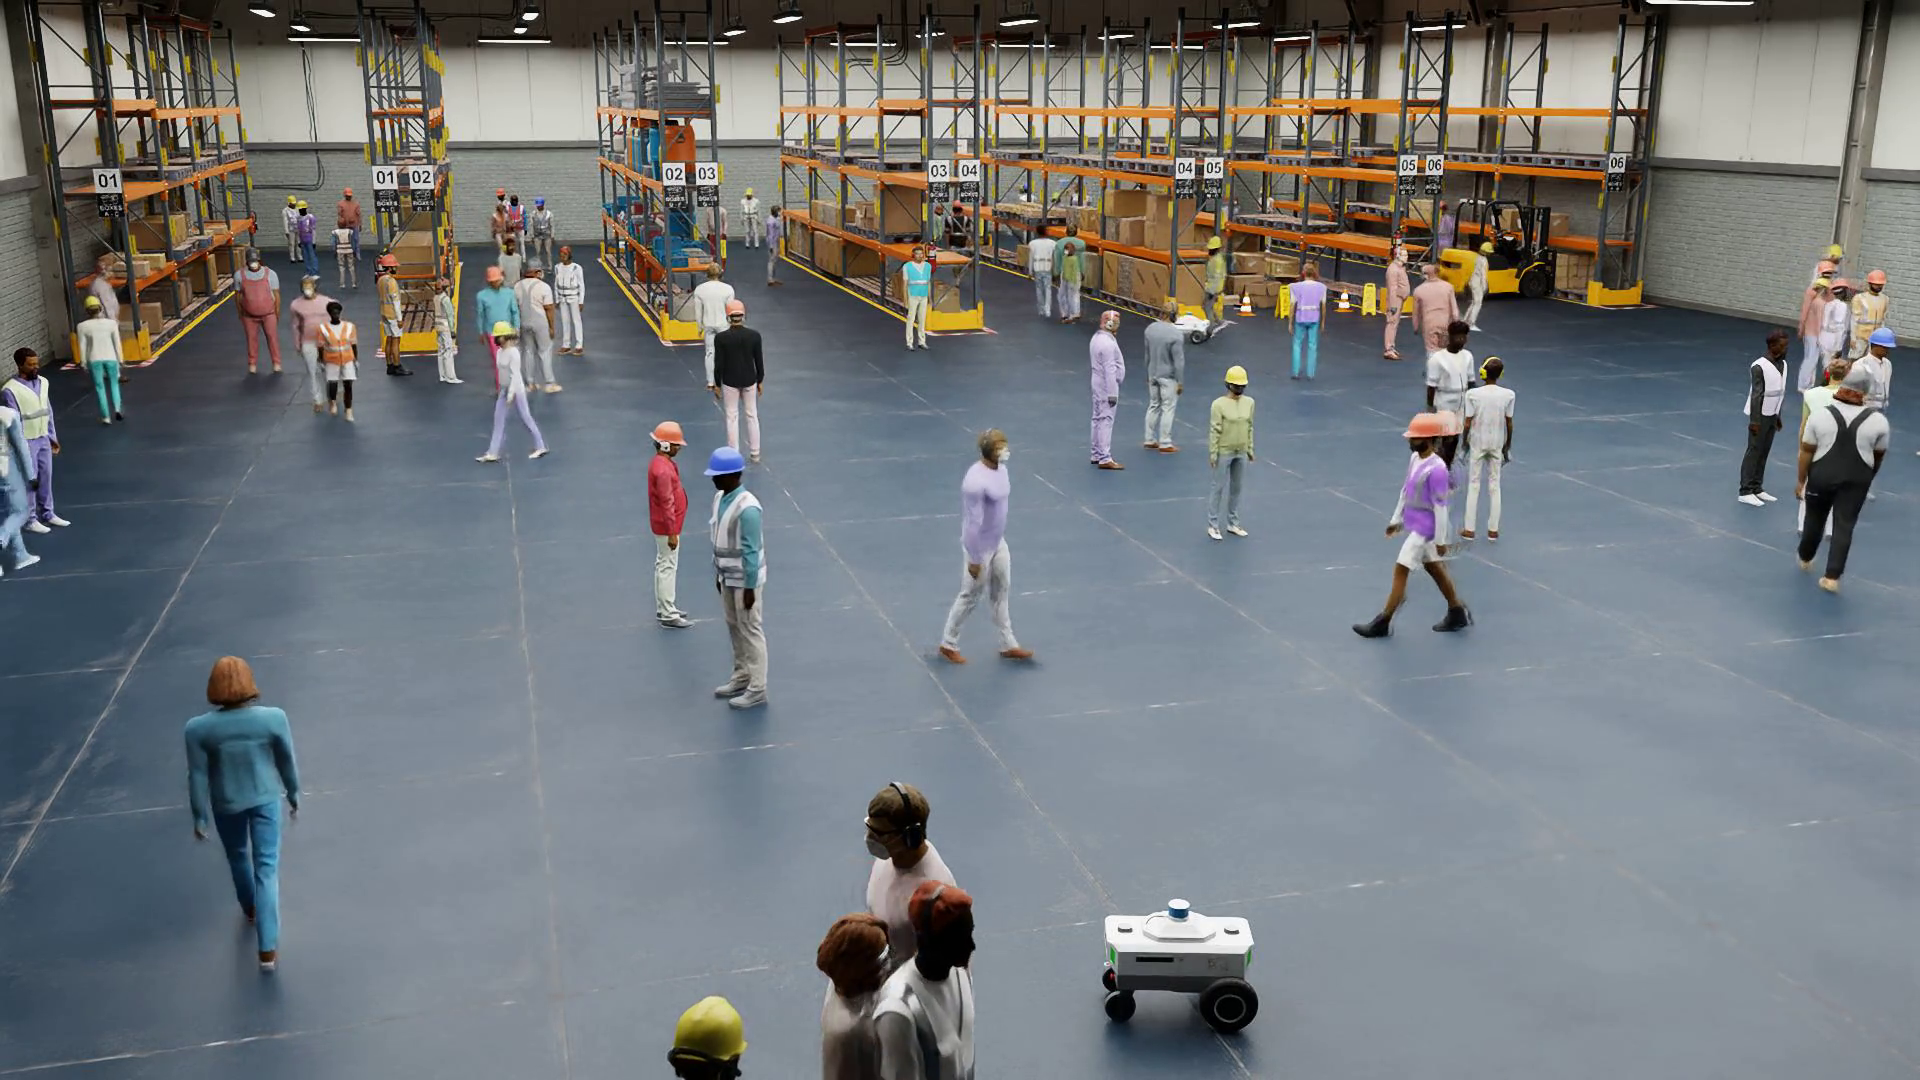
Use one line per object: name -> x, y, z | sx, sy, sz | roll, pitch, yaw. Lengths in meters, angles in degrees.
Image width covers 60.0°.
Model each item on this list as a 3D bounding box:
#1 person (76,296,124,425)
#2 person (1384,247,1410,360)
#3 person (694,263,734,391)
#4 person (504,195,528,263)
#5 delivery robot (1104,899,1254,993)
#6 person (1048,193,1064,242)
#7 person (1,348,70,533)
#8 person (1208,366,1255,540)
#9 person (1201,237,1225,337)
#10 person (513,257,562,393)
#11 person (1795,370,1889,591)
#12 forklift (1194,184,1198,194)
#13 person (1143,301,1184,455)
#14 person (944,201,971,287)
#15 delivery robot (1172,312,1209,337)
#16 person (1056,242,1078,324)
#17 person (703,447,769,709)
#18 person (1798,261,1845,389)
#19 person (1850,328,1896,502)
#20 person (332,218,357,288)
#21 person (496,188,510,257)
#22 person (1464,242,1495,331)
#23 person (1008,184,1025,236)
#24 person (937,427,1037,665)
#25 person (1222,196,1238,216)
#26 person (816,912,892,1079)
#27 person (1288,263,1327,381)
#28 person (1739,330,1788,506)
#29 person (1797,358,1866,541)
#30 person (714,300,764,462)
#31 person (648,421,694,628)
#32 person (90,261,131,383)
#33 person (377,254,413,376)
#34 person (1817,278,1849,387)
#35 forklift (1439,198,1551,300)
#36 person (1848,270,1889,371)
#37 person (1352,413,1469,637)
person -> -11.732, -2.453, 22.712 | 0.544, 1.752, 0.397 | -11, 19, -36
person -> 7.469, -4.047, 28.421 | 0.406, 1.911, 0.639 | 6, 16, 21
person -> -3.697, -3.219, 25.245 | 0.627, 1.940, 0.371 | 2, 15, 7
person -> -12.009, -8.409, 44.984 | 0.625, 1.836, 0.428 | -3, 15, -10
delivery robot -> 1.058, 1.992, 8.108 | 0.707, 0.478, 0.477 | 0, 15, 2
person -> 2.792, -9.258, 48.413 | 0.499, 1.700, 0.870 | 5, 16, 19
person -> -9.526, -1.026, 17.063 | 0.392, 1.911, 0.584 | 2, 15, 7
person -> 2.754, -0.883, 16.785 | 0.533, 1.767, 0.327 | -8, 17, -26
person -> 4.689, -4.698, 30.910 | 0.462, 1.885, 0.637 | -1, 15, -2
person -> -6.395, -3.263, 25.214 | 0.682, 2.000, 0.536 | 6, 16, 22
person -> 8.033, -0.600, 15.193 | 0.702, 2.000, 1.013 | 7, 16, 24
forklift -> 7.392, -11.333, 53.972 | 1.873, 2.768, 1.129 | -4, 15, -15
person -> 2.547, -2.024, 20.779 | 0.367, 1.926, 0.638 | -11, 18, -36
person -> -0.076, -7.043, 39.537 | 0.630, 1.984, 1.030 | -1, 15, -5
delivery robot -> 4.176, -3.921, 30.361 | 0.707, 0.478, 0.477 | 7, 16, 23
person -> 2.093, -5.056, 32.764 | 0.450, 1.621, 0.520 | -9, 17, -29
person -> -1.639, 0.267, 12.141 | 0.428, 1.939, 0.603 | -9, 17, -31
person -> 13.041, -3.231, 25.216 | 0.640, 1.977, 0.438 | -2, 15, -6
person -> 9.953, -1.360, 18.236 | 0.615, 1.942, 0.407 | -9, 17, -30
person -> -14.423, -6.722, 39.002 | 0.513, 1.641, 0.307 | -7, 16, -24
person -> -12.759, -8.851, 46.467 | 0.545, 1.927, 0.391 | 12, 19, 38
person -> 9.961, -4.861, 31.877 | 0.439, 1.702, 0.546 | 1, 15, 2
person -> 1.927, -10.588, 53.405 | 0.682, 1.714, 0.495 | 9, 17, 29
person -> 0.202, 0.055, 13.001 | 0.643, 1.943, 0.645 | 7, 16, 23
person -> 7.568, -8.709, 46.292 | 0.583, 1.727, 0.582 | -10, 18, -32
person -> -0.371, 2.073, 5.916 | 0.267, 1.632, 0.507 | 1, 15, 2
person -> 5.468, -3.425, 26.205 | 0.581, 1.843, 0.381 | 0, 15, 2
person -> 8.835, -1.354, 18.262 | 0.592, 1.922, 0.392 | -12, 19, -39
person -> 8.728, -0.901, 16.725 | 0.560, 1.836, 0.395 | 10, 18, 34
person -> -2.698, -1.923, 20.264 | 0.622, 1.989, 0.399 | -6, 16, -23
person -> -2.438, -0.134, 14.004 | 0.340, 1.747, 0.570 | -4, 15, -16
person -> -13.360, -3.413, 26.069 | 0.416, 1.900, 0.711 | -8, 17, -29
person -> -9.093, -3.600, 26.682 | 0.354, 1.939, 0.545 | -14, 20, -42
person -> 12.342, -2.739, 23.561 | 0.365, 1.887, 0.587 | 4, 15, 13
forklift -> 11.913, -6.508, 37.130 | 2.313, 2.155, 1.214 | -4, 15, -15
person -> 13.284, -2.976, 24.331 | 0.545, 1.939, 0.373 | -2, 15, -8
person -> 3.811, -0.118, 13.699 | 1.010, 1.891, 0.549 | 0, 15, 0
